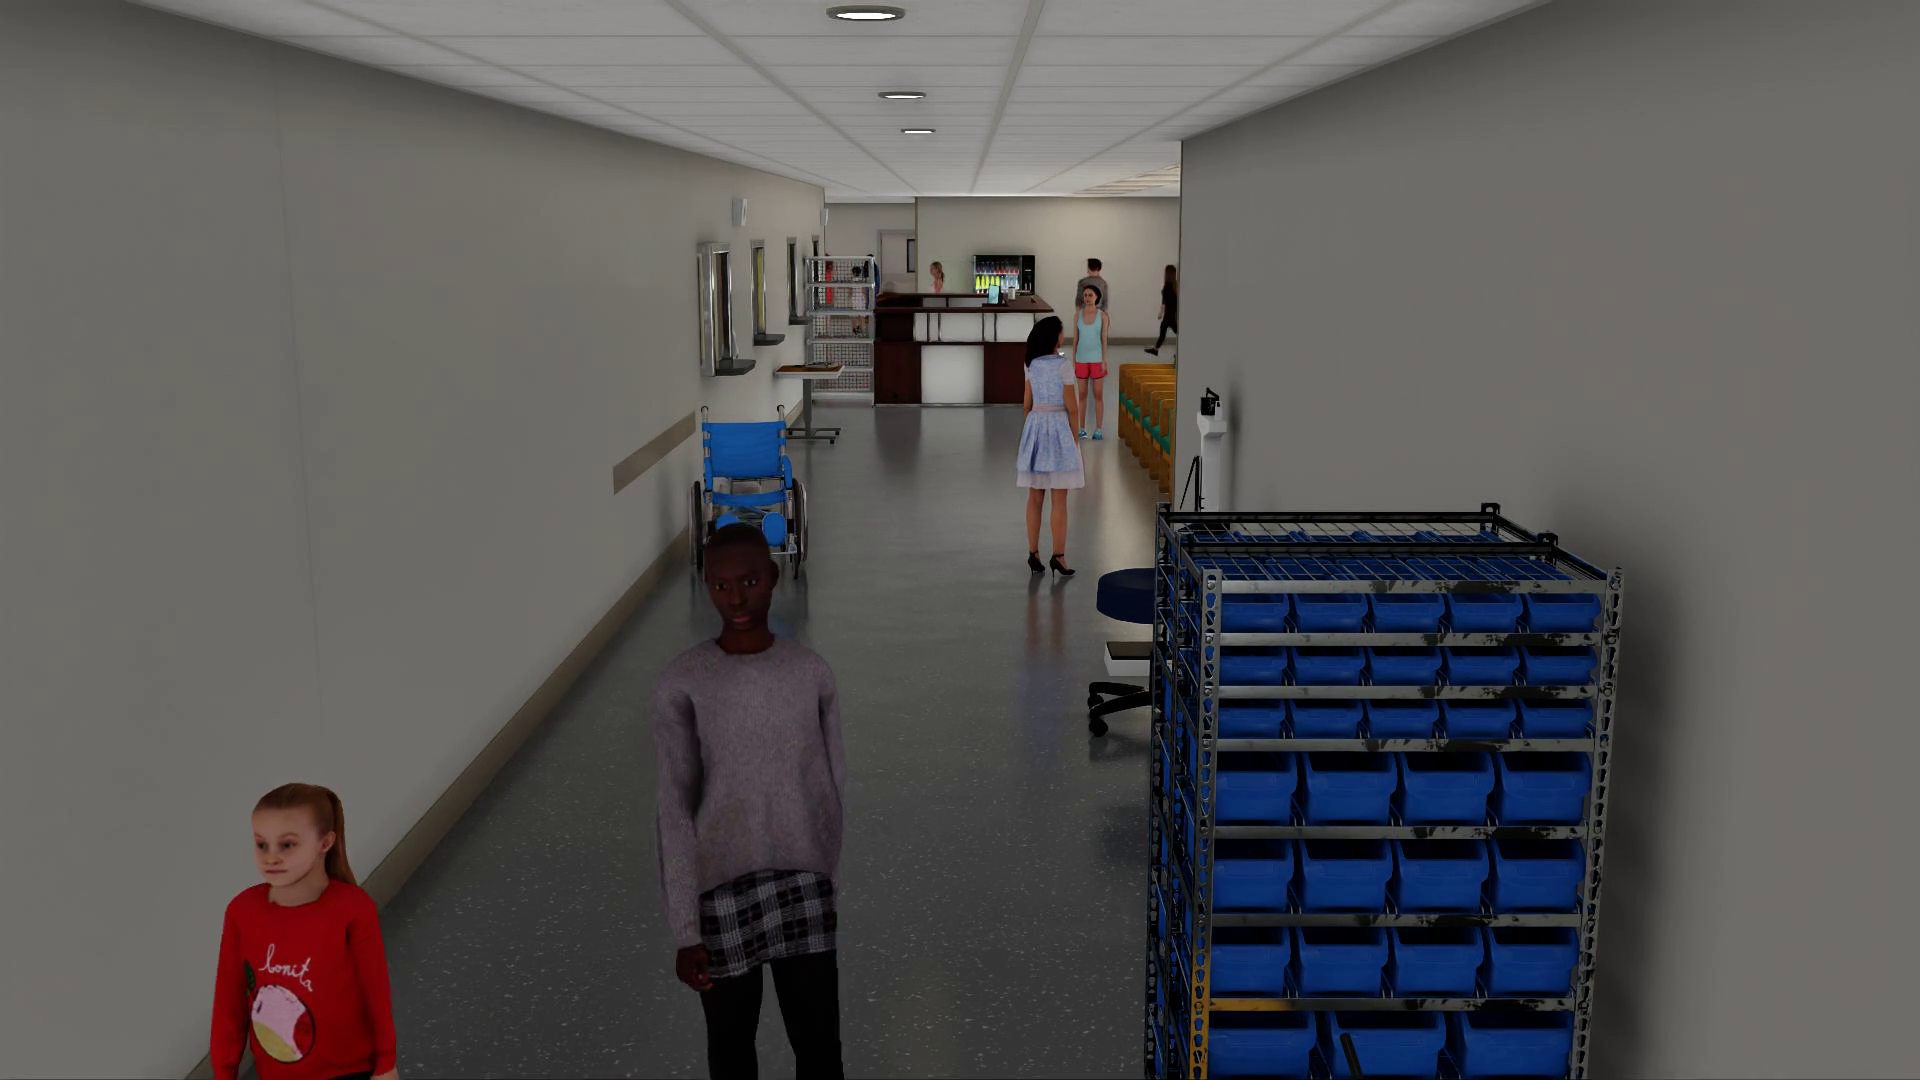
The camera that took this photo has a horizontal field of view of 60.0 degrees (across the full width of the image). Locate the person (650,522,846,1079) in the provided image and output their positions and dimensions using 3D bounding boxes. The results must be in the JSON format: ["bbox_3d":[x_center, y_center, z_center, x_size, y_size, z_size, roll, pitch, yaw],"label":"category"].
[{"bbox_3d":[-0.523,0.824,3.991,0.760,1.759,0.811,-4,11,-21],"label":"person"}]

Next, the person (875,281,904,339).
[{"bbox_3d":[-1.011,-2.942,24.263,1.054,1.600,0.877,-3,11,-15],"label":"person"}]

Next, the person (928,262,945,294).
[{"bbox_3d":[-0.328,-4.013,29.440,0.952,1.775,0.716,-2,11,-10],"label":"person"}]

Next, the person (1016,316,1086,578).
[{"bbox_3d":[0.628,-0.654,11.623,0.846,1.817,0.915,8,13,35],"label":"person"}]

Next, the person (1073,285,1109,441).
[{"bbox_3d":[1.492,-2.027,19.005,0.583,1.764,0.686,3,11,16],"label":"person"}]

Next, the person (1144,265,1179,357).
[{"bbox_3d":[3.935,-4.156,30.483,1.213,1.666,0.992,6,12,29],"label":"person"}]

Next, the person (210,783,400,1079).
[{"bbox_3d":[-1.399,1.138,3.666,0.703,1.264,0.567,0,11,1],"label":"person"}]

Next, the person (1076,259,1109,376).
[{"bbox_3d":[2.125,-3.549,26.697,0.913,1.885,0.816,-2,11,-11],"label":"person"}]

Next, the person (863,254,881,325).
[{"bbox_3d":[-2.228,-6.277,41.535,0.452,1.713,0.666,0,11,-2],"label":"person"}]

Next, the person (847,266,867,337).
[{"bbox_3d":[-2.248,-5.198,36.334,0.834,1.533,0.634,0,11,-1],"label":"person"}]
